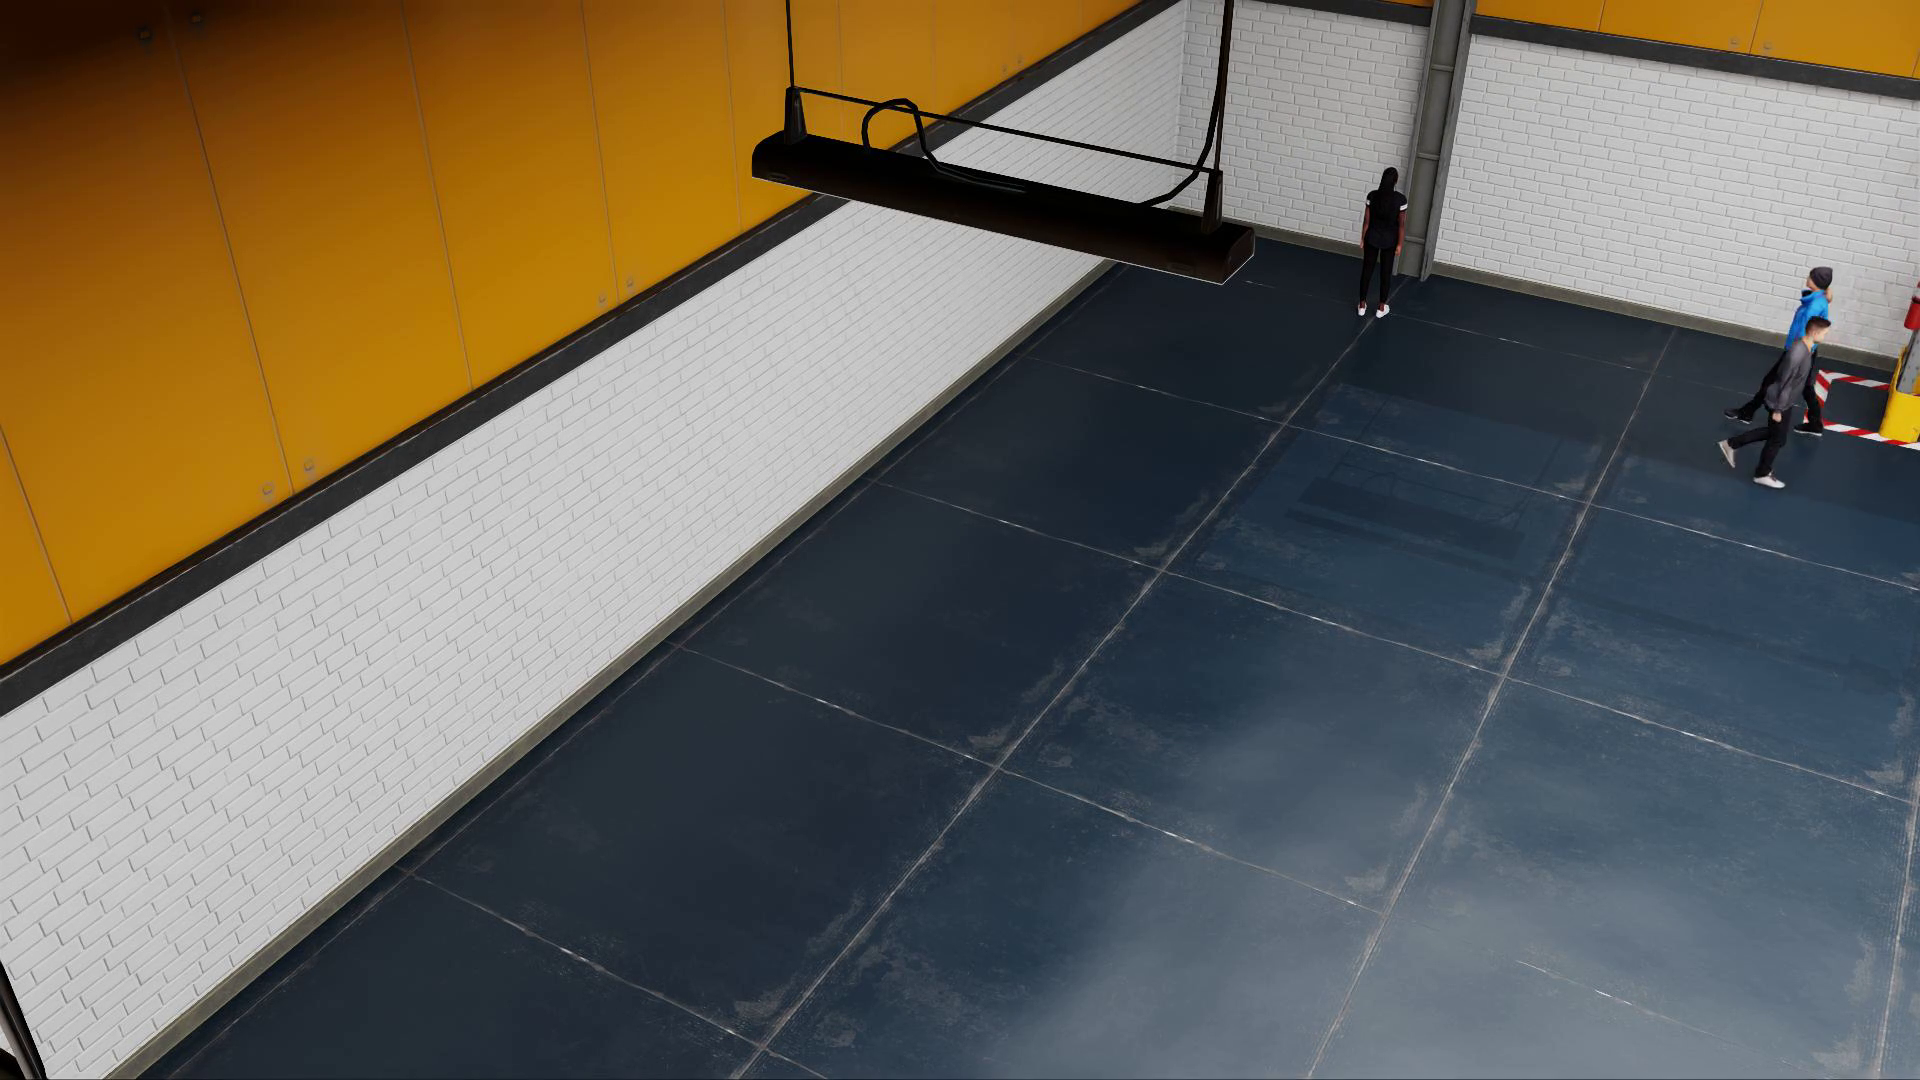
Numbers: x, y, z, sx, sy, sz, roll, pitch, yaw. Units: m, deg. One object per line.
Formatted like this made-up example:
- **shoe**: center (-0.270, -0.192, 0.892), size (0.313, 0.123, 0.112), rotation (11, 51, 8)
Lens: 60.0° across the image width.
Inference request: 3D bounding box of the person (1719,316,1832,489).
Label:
- **person**: center (7.503, -1.297, 15.402), size (0.872, 1.736, 0.617), rotation (19, 38, 26)

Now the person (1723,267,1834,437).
- **person**: center (8.228, -1.778, 16.115), size (1.174, 1.748, 0.734), rotation (23, 40, 30)

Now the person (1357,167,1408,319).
- **person**: center (4.667, -3.307, 18.432), size (0.562, 1.729, 0.711), rotation (12, 35, 17)
